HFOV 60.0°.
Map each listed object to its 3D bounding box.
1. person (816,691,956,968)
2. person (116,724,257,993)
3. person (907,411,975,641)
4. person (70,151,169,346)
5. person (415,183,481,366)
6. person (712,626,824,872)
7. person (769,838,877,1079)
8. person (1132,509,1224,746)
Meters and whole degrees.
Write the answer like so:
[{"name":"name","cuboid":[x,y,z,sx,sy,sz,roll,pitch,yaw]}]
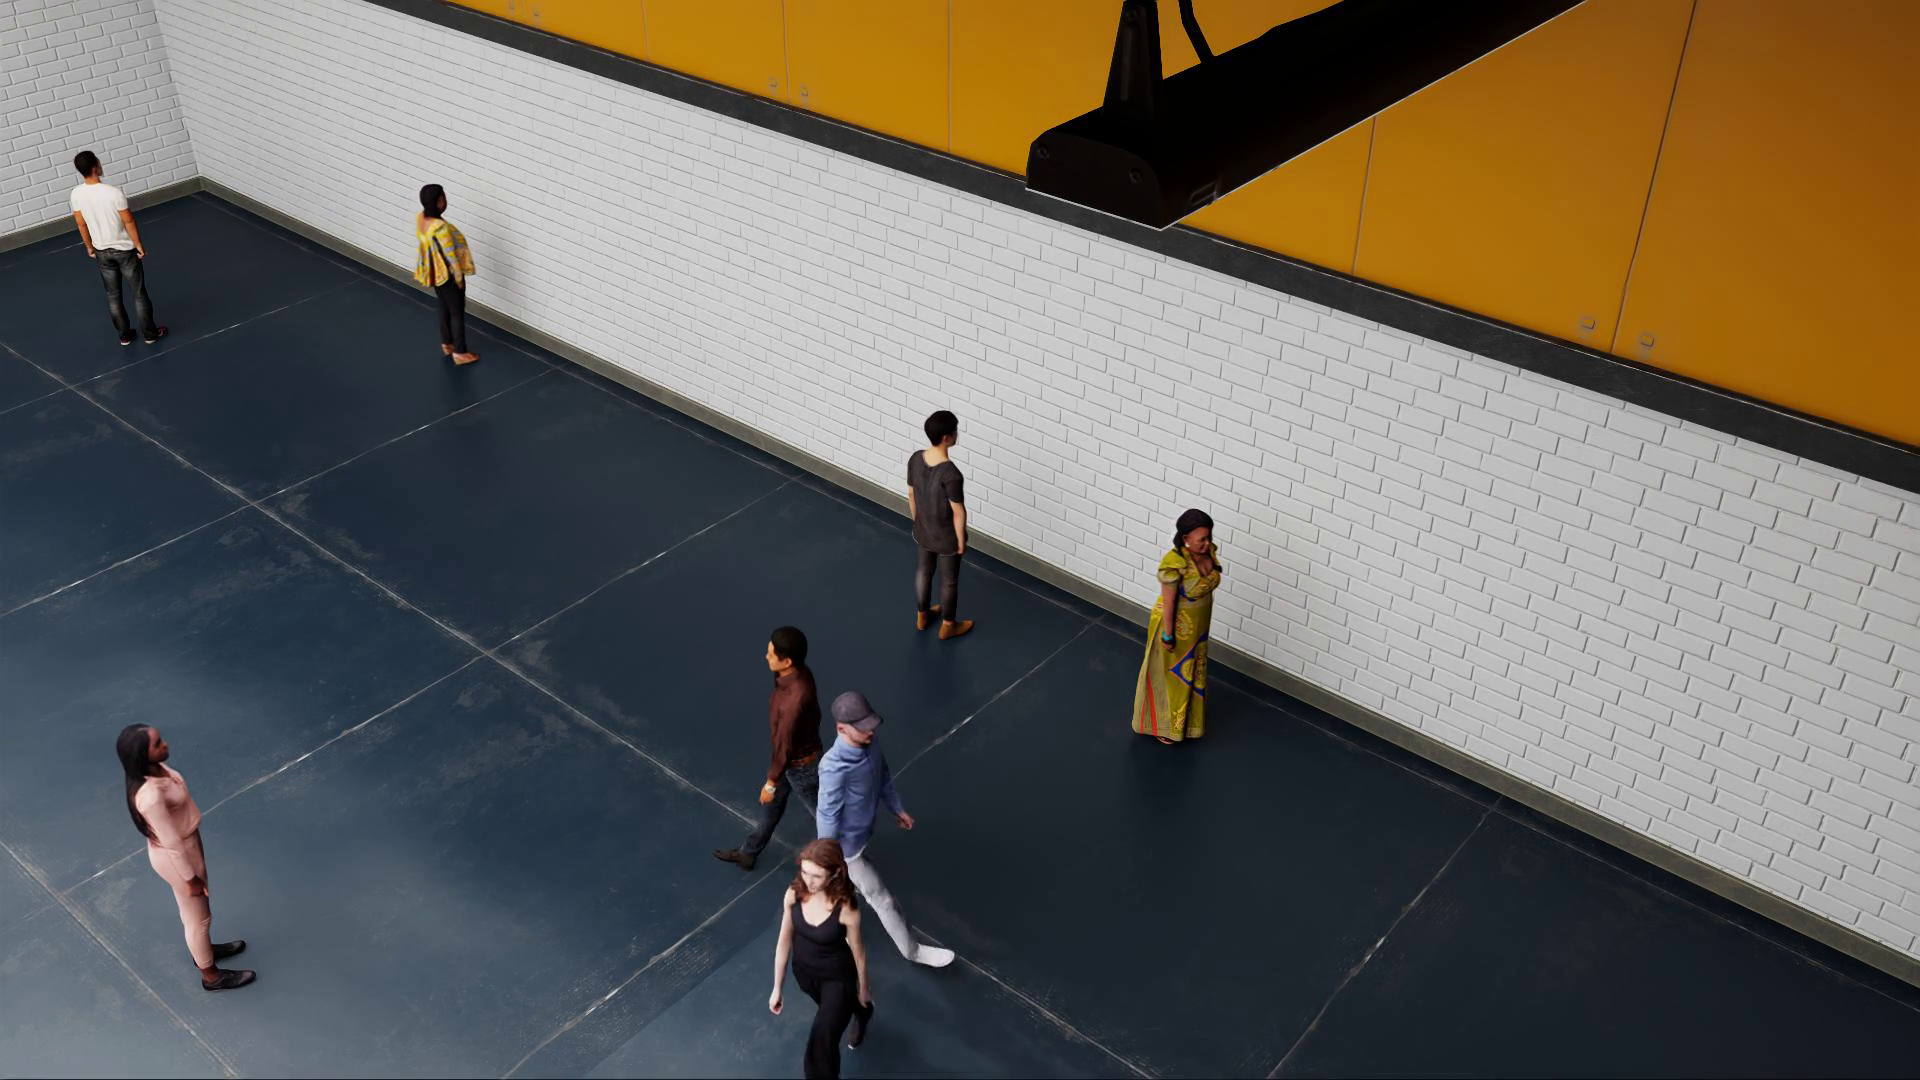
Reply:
[{"name":"person","cuboid":[-0.650,1.511,8.721,1.030,1.837,1.151,8,34,12]},{"name":"person","cuboid":[-4.050,1.643,8.628,0.667,1.721,0.689,-16,37,-23]},{"name":"person","cuboid":[-0.148,-0.098,11.255,0.618,1.713,0.530,26,41,33]},{"name":"person","cuboid":[-7.629,-2.624,14.985,0.708,1.801,0.762,-2,34,-3]},{"name":"person","cuboid":[-4.561,-2.353,14.702,0.793,1.652,0.756,-25,41,-32]},{"name":"person","cuboid":[-0.795,1.241,9.225,1.191,1.730,1.084,-6,34,-8]},{"name":"person","cuboid":[-0.603,2.035,8.052,0.768,1.706,1.195,15,37,22]},{"name":"person","cuboid":[1.397,0.510,10.397,0.895,1.659,0.682,24,40,31]}]
